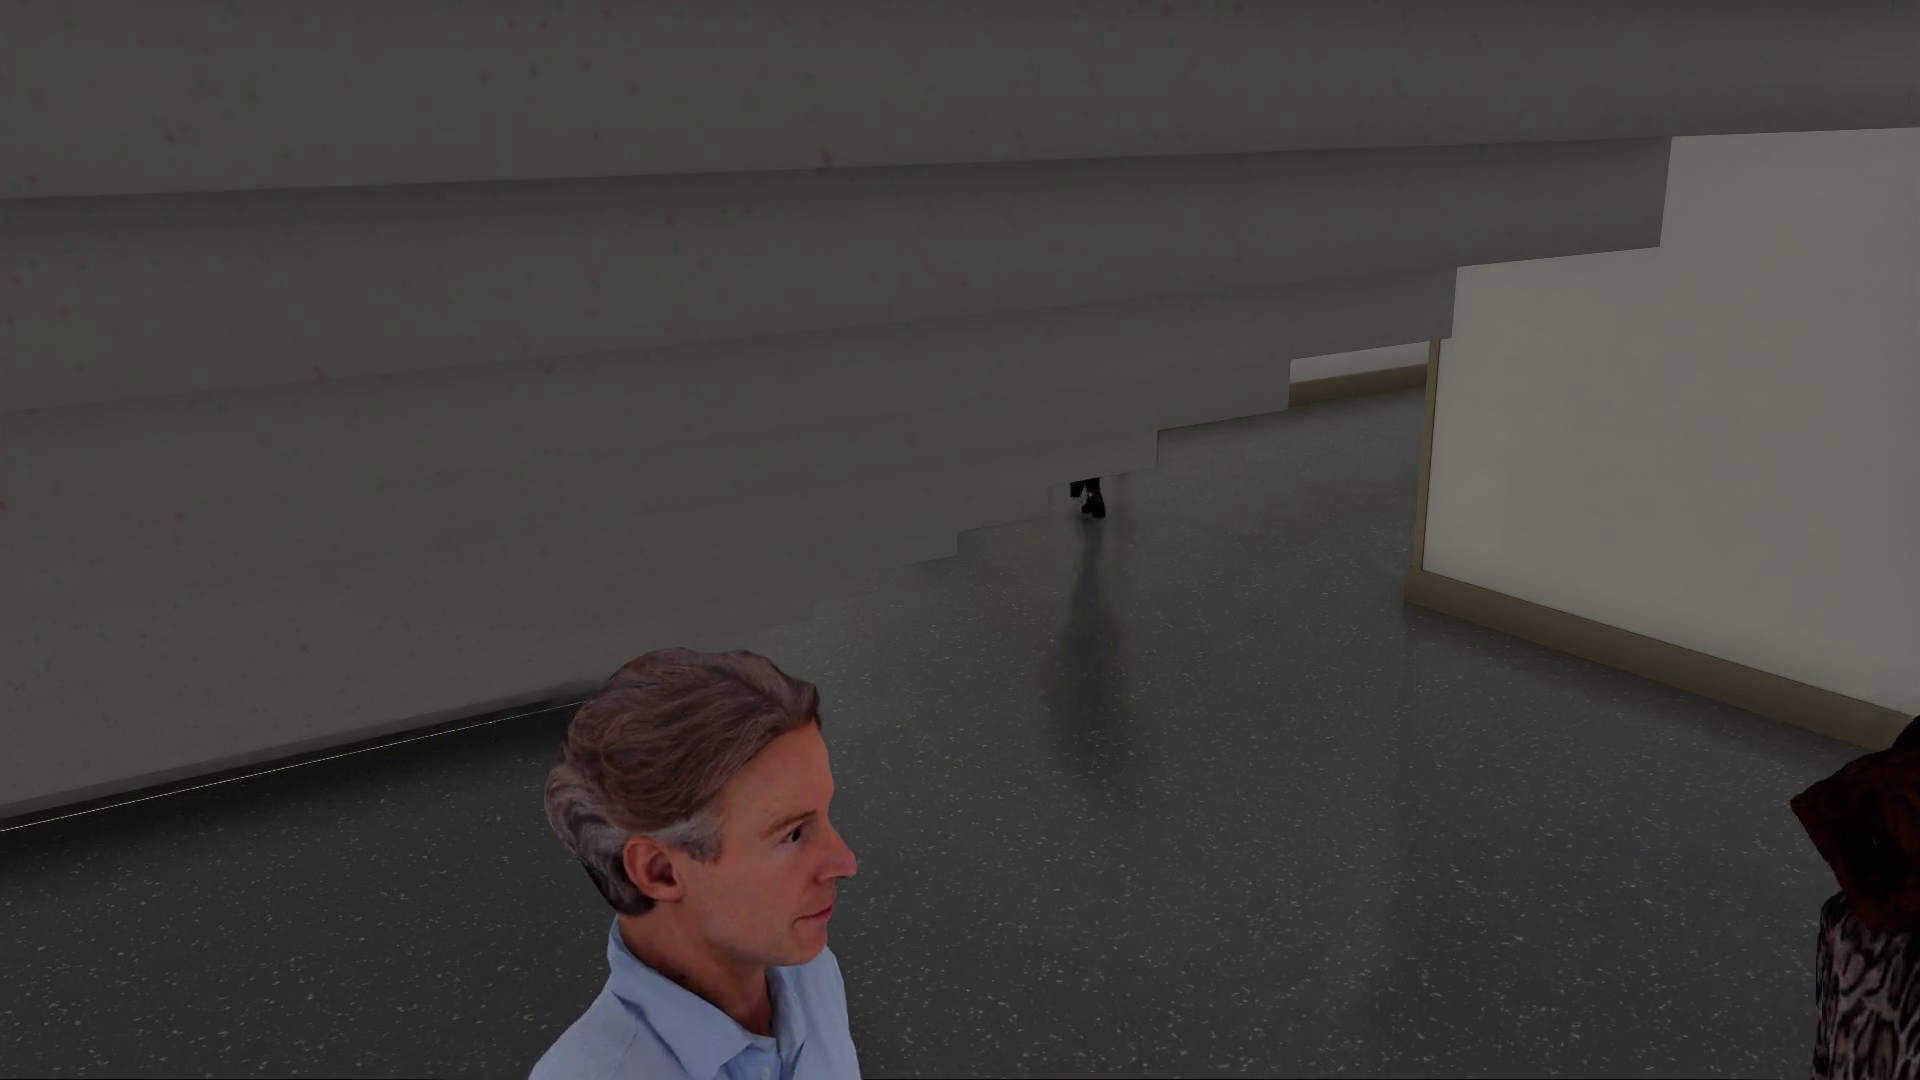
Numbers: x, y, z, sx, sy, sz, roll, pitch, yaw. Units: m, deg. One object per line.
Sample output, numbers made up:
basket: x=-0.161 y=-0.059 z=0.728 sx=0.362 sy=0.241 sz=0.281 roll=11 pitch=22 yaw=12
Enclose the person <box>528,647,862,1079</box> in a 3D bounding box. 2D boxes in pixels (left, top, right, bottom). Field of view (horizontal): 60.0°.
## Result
person: x=-0.335 y=0.986 z=1.584 sx=1.280 sy=1.787 sz=1.073 roll=6 pitch=17 yaw=21
